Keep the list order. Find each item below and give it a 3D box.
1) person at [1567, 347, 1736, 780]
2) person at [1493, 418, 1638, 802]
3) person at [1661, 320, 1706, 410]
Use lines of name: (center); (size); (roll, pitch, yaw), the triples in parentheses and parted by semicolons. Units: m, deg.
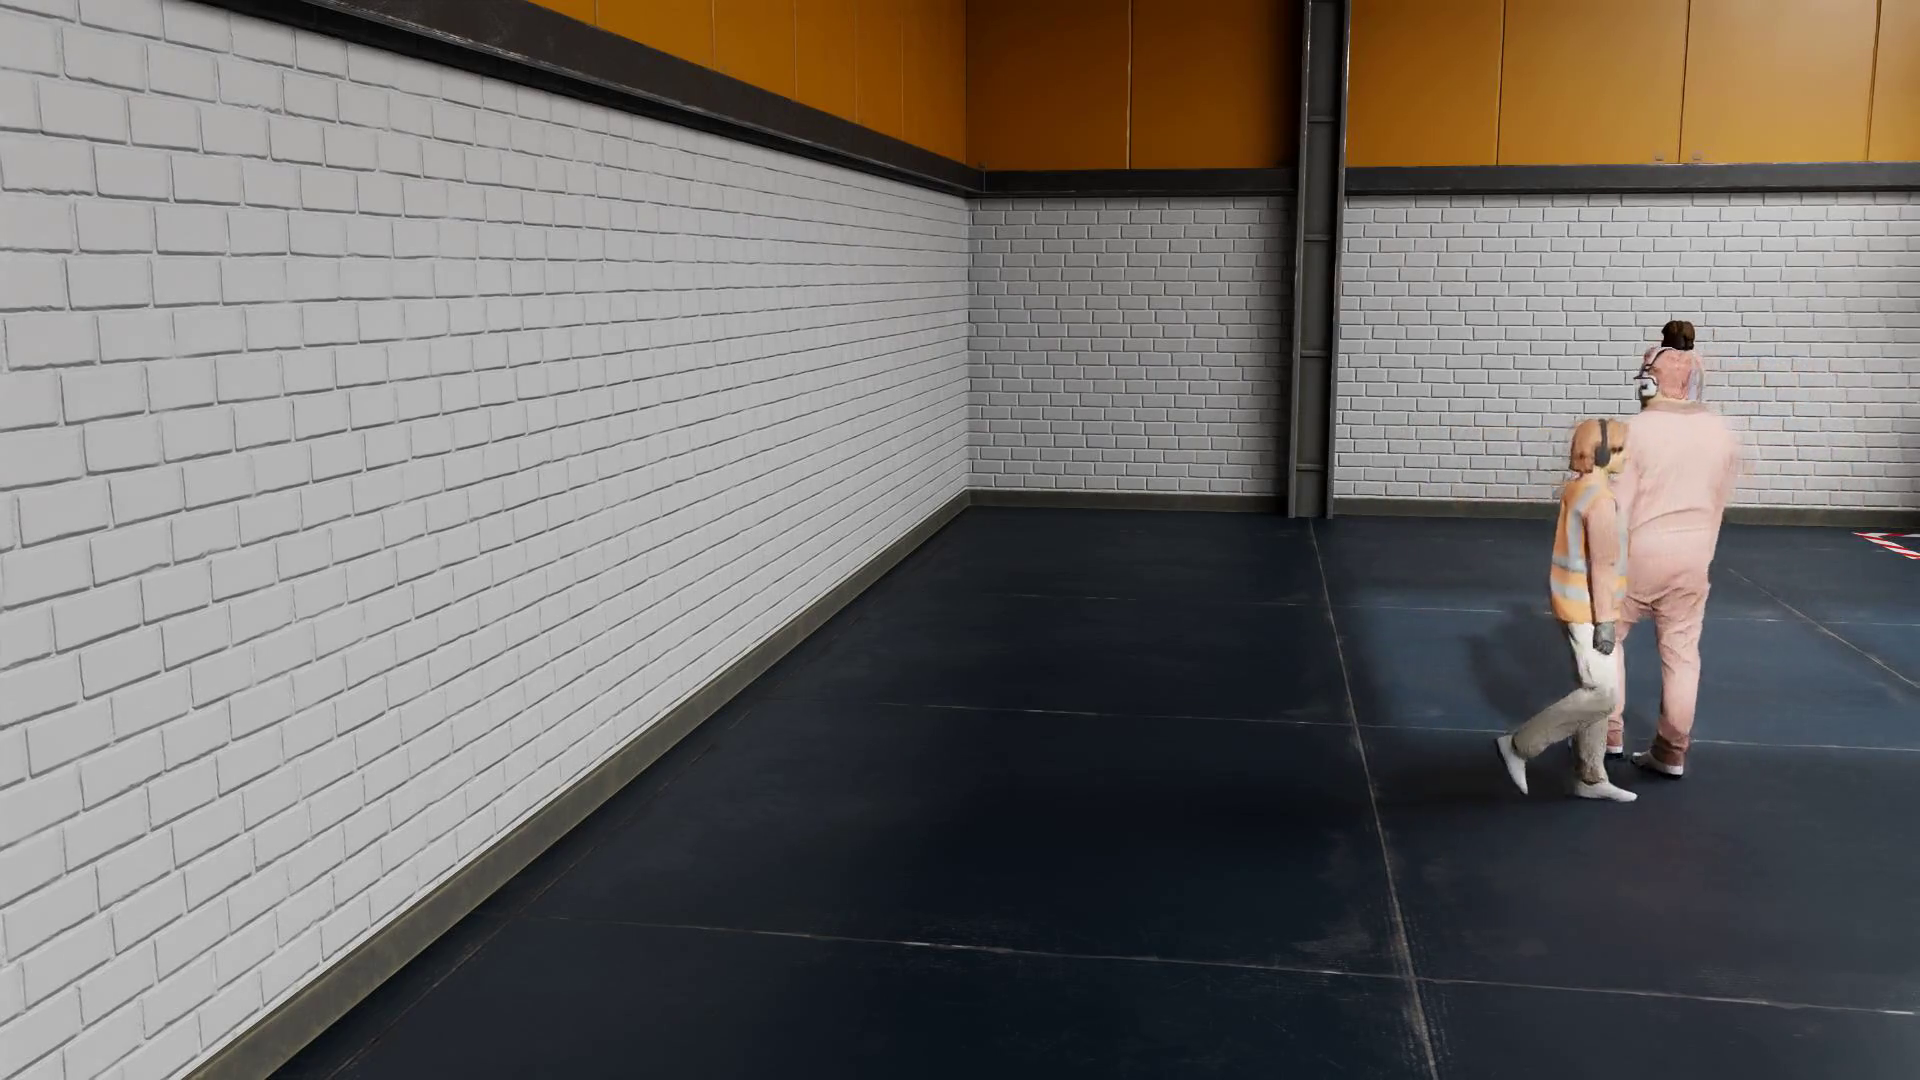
person: (3.033, 0.088, 7.400); (0.680, 1.883, 0.685); (-3, 9, -15)
person: (2.548, 0.304, 6.865); (0.531, 1.624, 0.527); (2, 9, 10)
person: (5.662, -0.817, 13.178); (0.429, 1.839, 0.634); (4, 10, 25)
